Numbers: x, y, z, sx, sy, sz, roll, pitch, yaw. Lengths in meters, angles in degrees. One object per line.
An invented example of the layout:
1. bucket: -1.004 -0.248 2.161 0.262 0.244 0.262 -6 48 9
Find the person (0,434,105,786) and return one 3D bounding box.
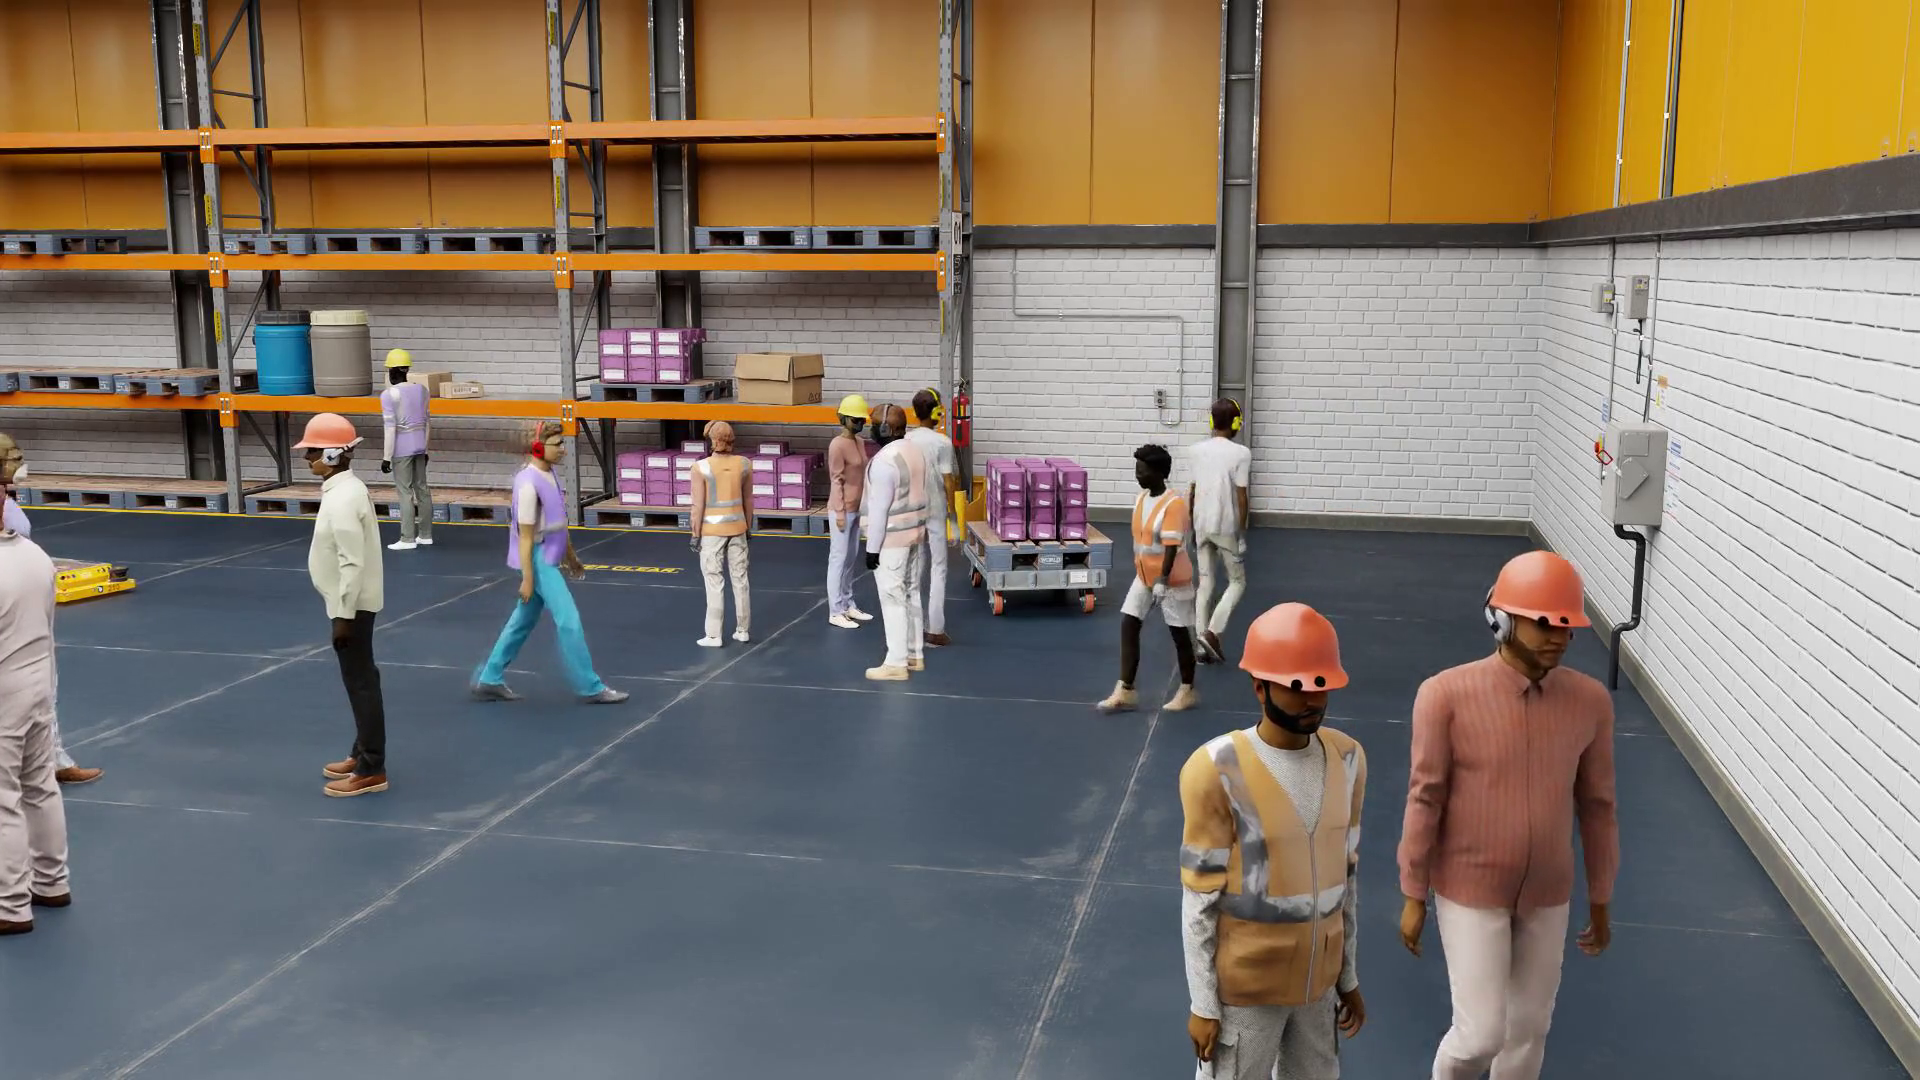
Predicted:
1. person: -4.991 0.399 8.537 0.854 1.916 0.635 -4 11 -25

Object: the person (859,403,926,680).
1. person: -0.451 0.006 11.084 0.430 1.837 0.628 4 10 21

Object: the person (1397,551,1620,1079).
1. person: 1.583 1.001 4.764 0.637 1.973 0.436 -2 10 -11

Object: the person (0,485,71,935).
1. person: -4.006 0.680 6.894 0.400 1.906 0.661 0 10 1

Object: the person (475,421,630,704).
1. person: -2.604 0.150 10.353 0.962 1.804 0.593 -1 10 -6

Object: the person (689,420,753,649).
1. person: -1.705 -0.041 11.934 0.522 1.639 0.306 -8 12 -39

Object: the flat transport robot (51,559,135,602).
1. flat transport robot: -7.681 0.310 13.903 1.431 0.197 0.652 4 11 24

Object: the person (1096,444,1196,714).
1. person: 1.143 0.258 10.090 0.750 1.663 0.550 -6 11 -31

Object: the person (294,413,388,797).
1. person: -3.205 0.334 8.665 0.394 1.994 0.612 -3 10 -17

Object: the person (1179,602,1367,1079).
1. person: 0.815 1.109 4.245 0.543 1.939 0.355 -5 11 -27

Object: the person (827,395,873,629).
1. person: -0.830 -0.222 12.647 0.329 1.763 0.523 3 10 19

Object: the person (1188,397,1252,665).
1. person: 1.751 -0.045 11.372 0.513 1.848 0.460 7 12 36

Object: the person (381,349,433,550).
1. person: -5.320 -0.863 15.950 0.374 1.928 0.584 5 11 25

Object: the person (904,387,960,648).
1. person: -0.224 -0.161 12.004 0.524 1.863 0.317 7 12 35
